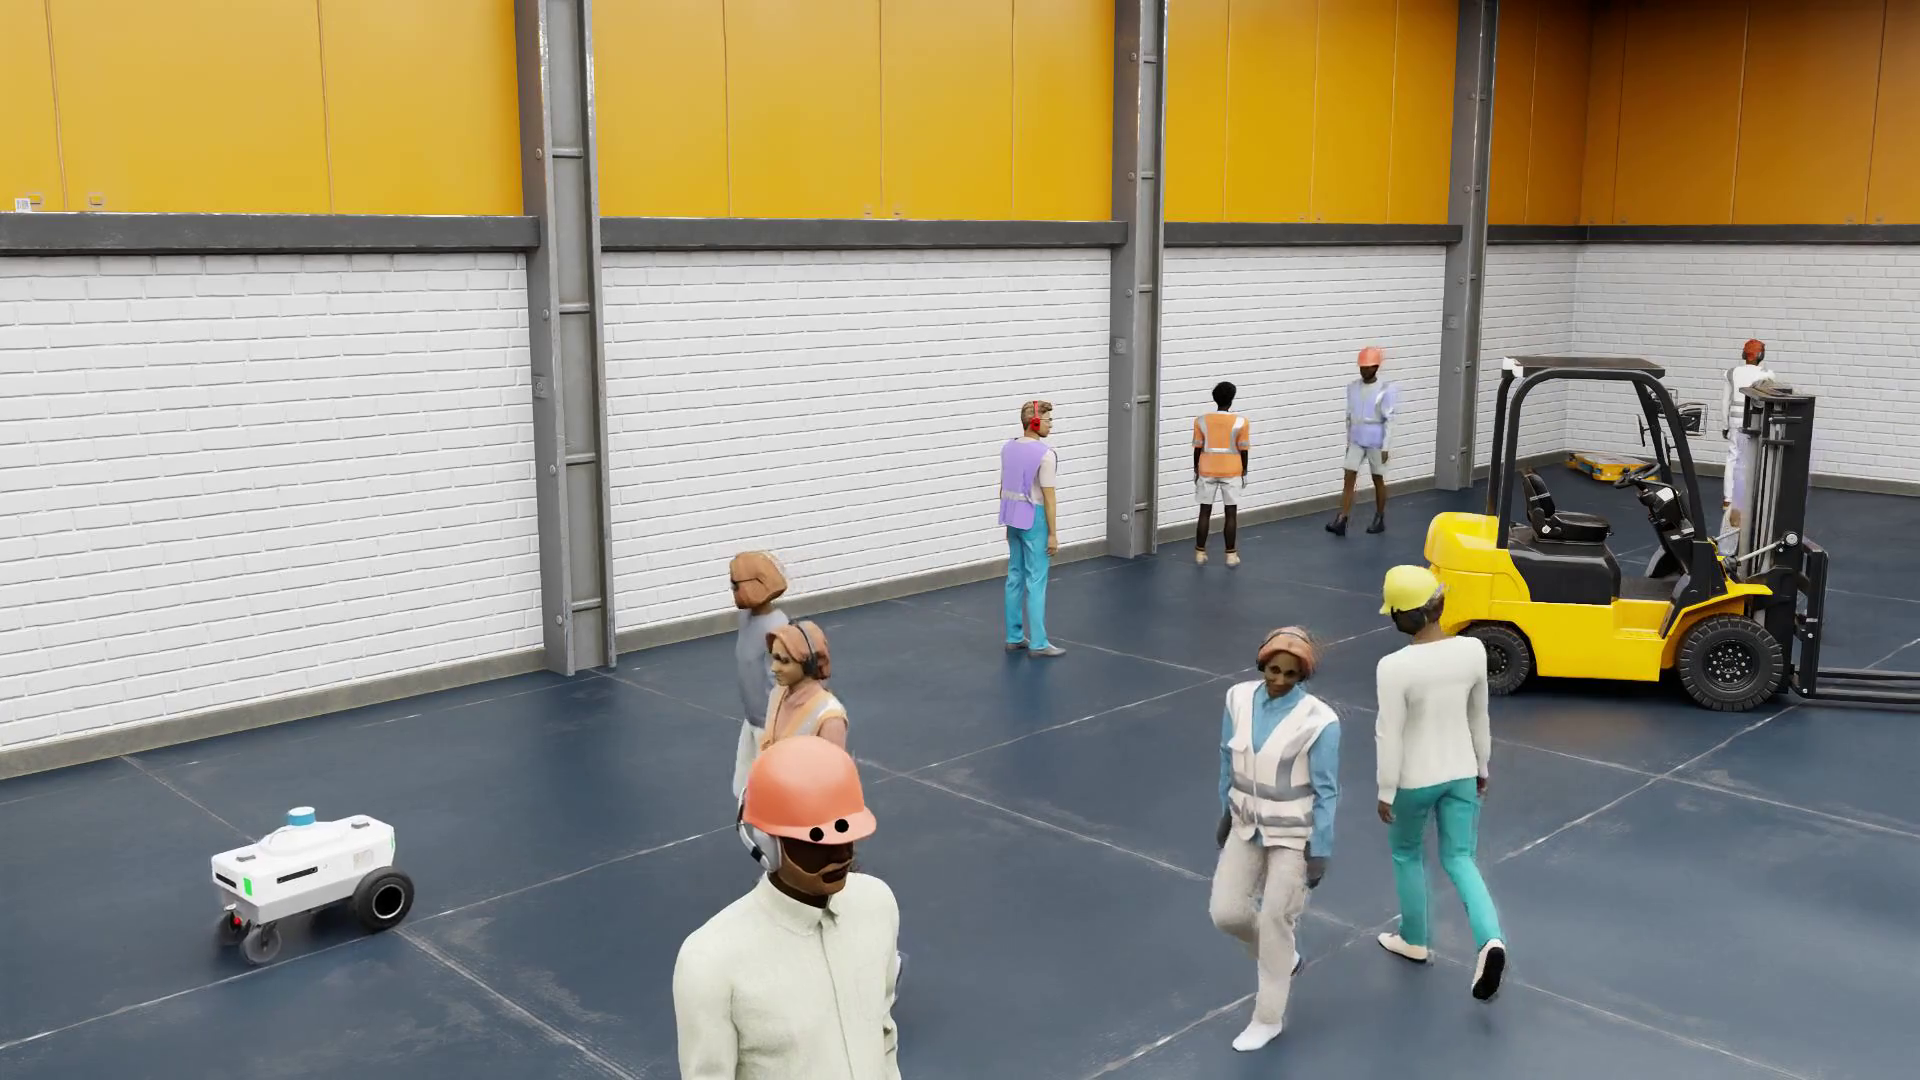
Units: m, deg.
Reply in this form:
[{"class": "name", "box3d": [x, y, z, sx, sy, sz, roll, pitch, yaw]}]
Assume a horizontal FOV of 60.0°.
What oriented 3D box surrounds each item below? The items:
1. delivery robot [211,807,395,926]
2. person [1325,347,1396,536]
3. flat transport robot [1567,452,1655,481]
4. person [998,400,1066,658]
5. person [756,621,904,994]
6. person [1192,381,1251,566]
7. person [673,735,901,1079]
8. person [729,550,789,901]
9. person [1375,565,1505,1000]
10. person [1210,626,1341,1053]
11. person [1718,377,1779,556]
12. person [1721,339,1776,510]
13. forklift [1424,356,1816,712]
[{"class": "delivery robot", "box3d": [-2.814, 1.392, 7.150, 0.477, 0.478, 0.707, 9, 14, 40]}, {"class": "person", "box3d": [4.037, -0.970, 16.633, 0.563, 1.893, 0.932, 9, 13, 39]}, {"class": "flat transport robot", "box3d": [8.143, -0.927, 20.827, 0.652, 0.197, 1.431, 1, 10, 4]}, {"class": "person", "box3d": [0.487, -0.077, 11.910, 0.396, 1.841, 0.565, -7, 13, -35]}, {"class": "person", "box3d": [-0.526, 1.083, 6.193, 0.494, 1.624, 0.515, -6, 12, -31]}, {"class": "person", "box3d": [2.380, -0.600, 15.189, 0.537, 1.690, 0.319, 4, 11, 20]}, {"class": "person", "box3d": [-0.328, 1.378, 3.554, 0.377, 1.995, 0.612, 8, 13, 38]}, {"class": "person", "box3d": [-0.823, 0.840, 7.538, 0.450, 1.617, 0.519, -6, 12, -28]}, {"class": "person", "box3d": [1.914, 0.952, 6.611, 0.561, 1.710, 0.726, -3, 11, -18]}, {"class": "person", "box3d": [1.158, 1.092, 6.134, 0.405, 1.612, 0.537, -9, 13, -39]}, {"class": "person", "box3d": [6.149, -0.284, 12.801, 0.652, 1.927, 0.472, -6, 12, -30]}, {"class": "person", "box3d": [8.595, -1.243, 18.142, 0.356, 1.887, 0.572, -9, 14, -40]}, {"class": "forklift", "box3d": [4.276, -0.101, 11.076, 2.313, 2.155, 1.214, 2, 11, 13]}]
